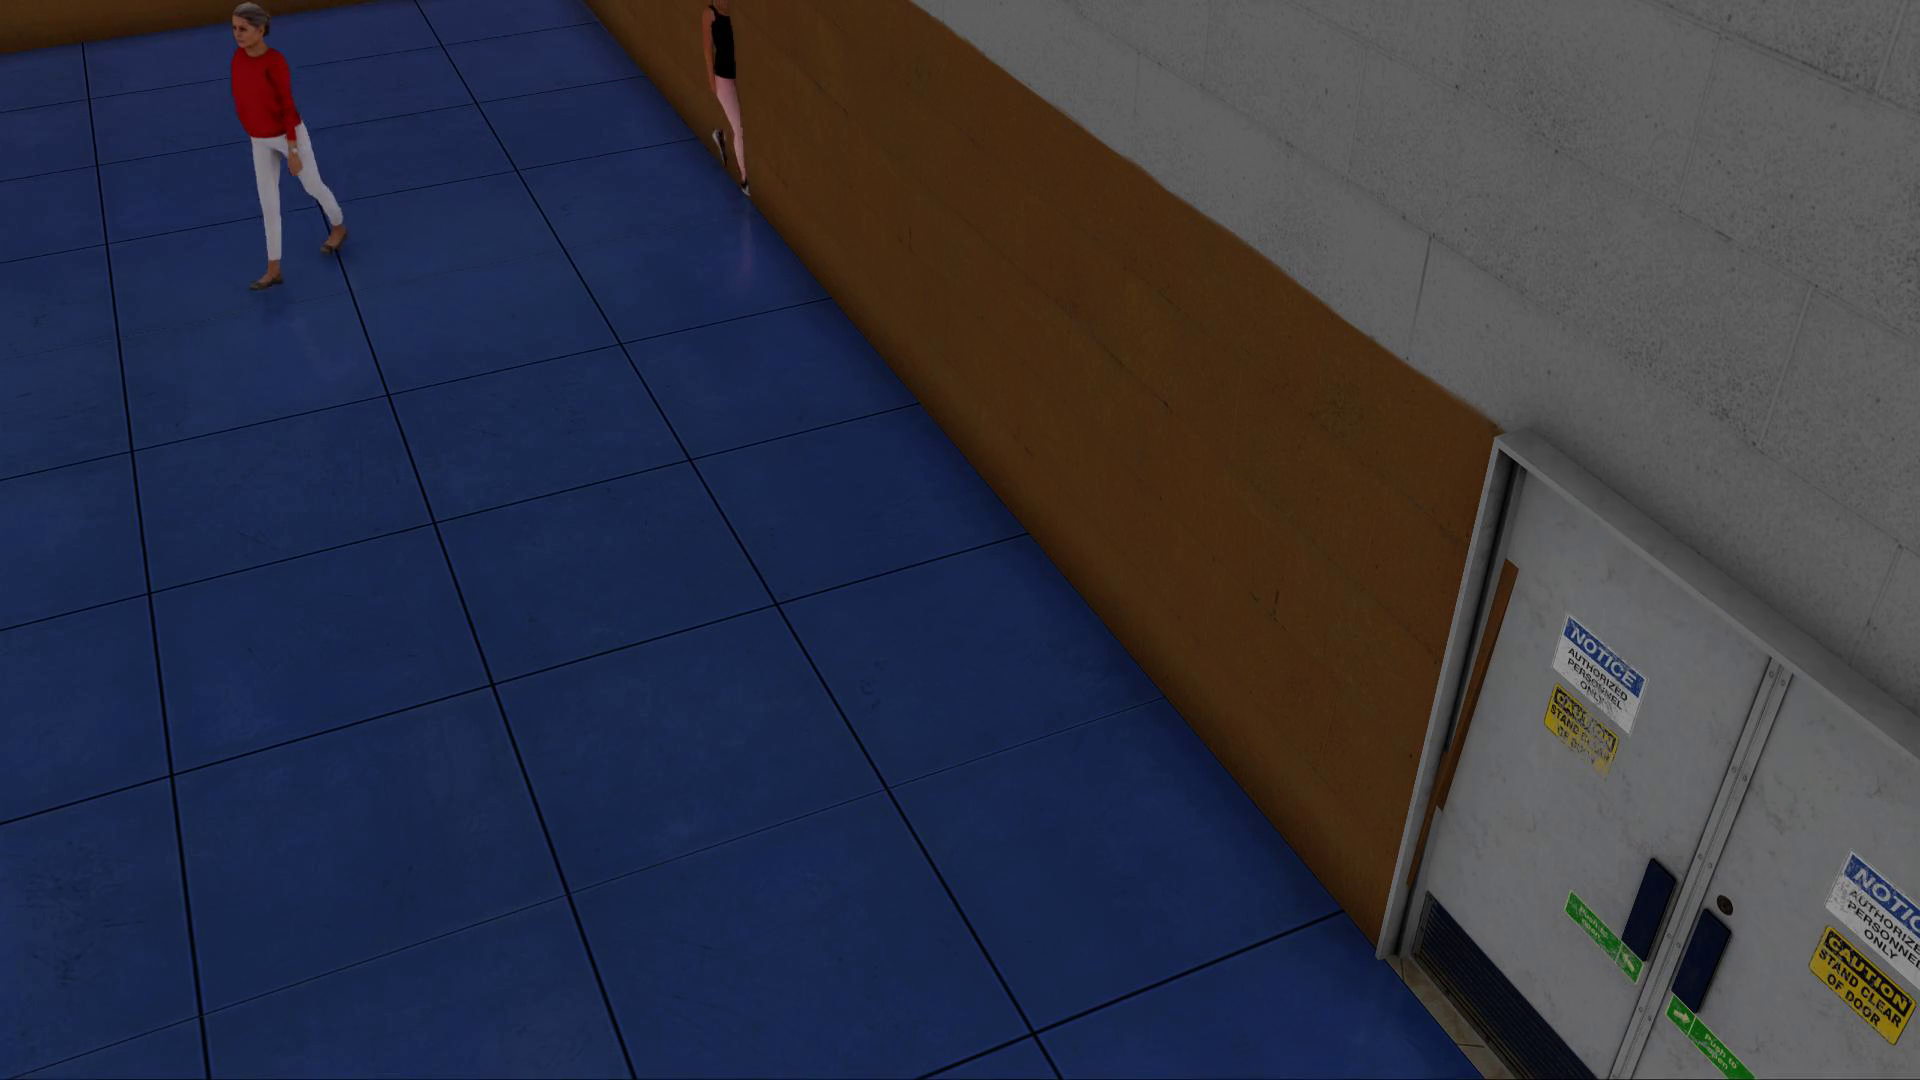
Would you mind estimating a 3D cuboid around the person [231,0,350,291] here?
[{"bbox_3d":[-4.041,-2.408,10.062,1.071,1.641,1.127,12,39,16],"label":"person"}]

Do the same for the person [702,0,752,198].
[{"bbox_3d":[-1.519,-3.069,11.027,0.908,1.540,0.706,-25,43,-29],"label":"person"}]
